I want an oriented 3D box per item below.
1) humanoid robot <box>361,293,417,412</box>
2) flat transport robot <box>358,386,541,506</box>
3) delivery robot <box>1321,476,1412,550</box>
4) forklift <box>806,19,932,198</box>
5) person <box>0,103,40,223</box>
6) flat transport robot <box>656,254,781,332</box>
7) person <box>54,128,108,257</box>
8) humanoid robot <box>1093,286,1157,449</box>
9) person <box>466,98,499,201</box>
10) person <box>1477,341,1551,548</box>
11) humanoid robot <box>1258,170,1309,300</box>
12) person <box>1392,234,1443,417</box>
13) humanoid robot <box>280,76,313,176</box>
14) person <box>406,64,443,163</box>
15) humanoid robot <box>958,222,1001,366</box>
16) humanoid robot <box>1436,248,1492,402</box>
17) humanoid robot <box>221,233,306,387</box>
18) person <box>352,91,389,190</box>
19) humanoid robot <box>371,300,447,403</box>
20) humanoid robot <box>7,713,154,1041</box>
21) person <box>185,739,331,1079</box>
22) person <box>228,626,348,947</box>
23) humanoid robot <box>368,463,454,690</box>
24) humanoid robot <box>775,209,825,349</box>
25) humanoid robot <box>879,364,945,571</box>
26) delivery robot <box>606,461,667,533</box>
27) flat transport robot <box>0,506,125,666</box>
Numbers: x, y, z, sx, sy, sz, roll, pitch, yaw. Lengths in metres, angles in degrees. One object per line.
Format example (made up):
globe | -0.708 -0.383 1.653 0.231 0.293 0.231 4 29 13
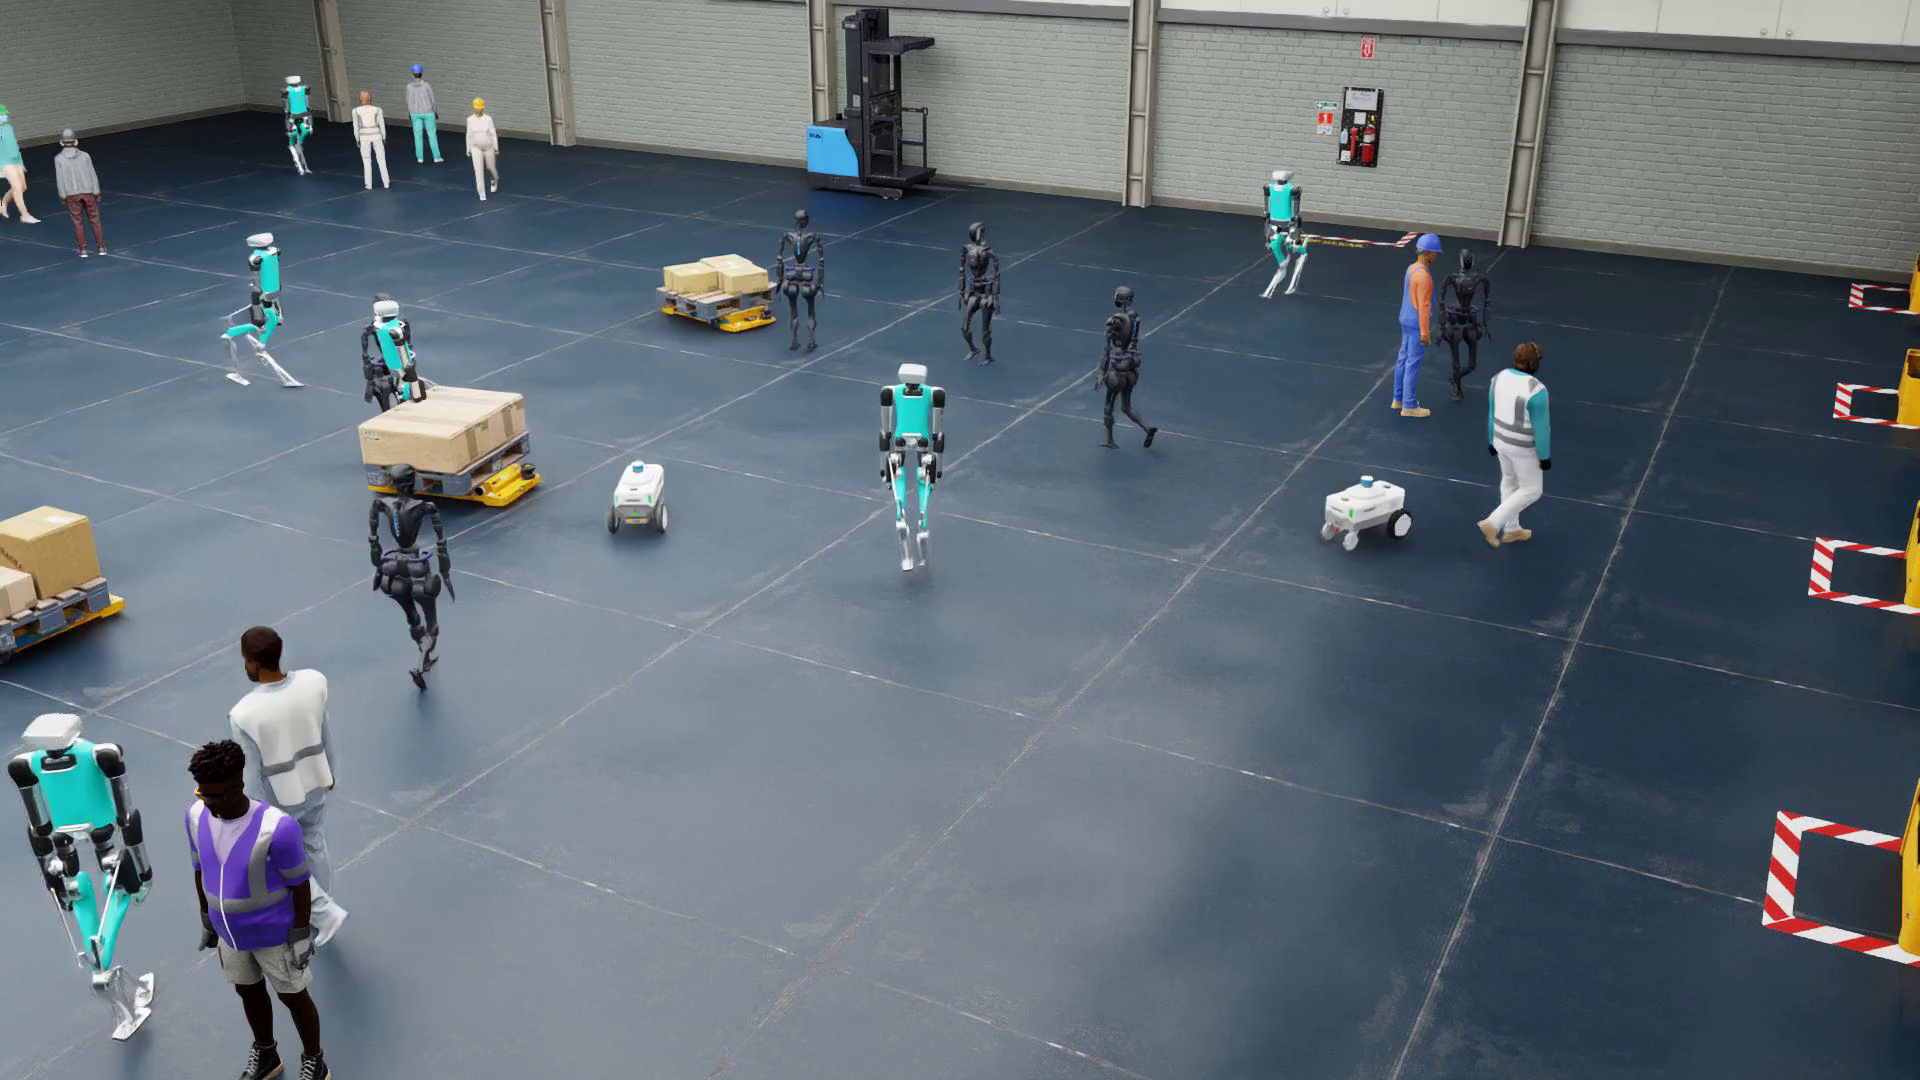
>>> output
humanoid robot | -5.511 -1.585 16.078 0.316 1.651 0.591 17 28 34
flat transport robot | -4.720 -0.573 15.498 1.431 0.231 0.659 7 24 15
delivery robot | 3.503 -0.264 14.406 0.777 0.587 0.499 -15 28 -31
forklift | -1.573 -7.292 27.850 1.873 2.768 1.129 12 26 25
person | -14.751 -5.834 25.740 0.700 1.851 0.522 3 23 8
flat transport robot | -3.025 -2.878 20.863 1.431 0.231 0.659 20 30 39
person | -12.574 -4.960 23.754 0.548 1.812 0.367 -14 27 -30
humanoid robot | 1.629 -1.657 16.262 0.608 1.640 0.593 18 29 35
person | -7.908 -6.501 27.530 0.517 1.663 0.717 -6 24 -13
person | 4.698 -0.785 14.014 0.624 1.822 0.643 -8 24 -17
humanoid robot | 4.225 -3.916 21.419 0.541 1.733 0.977 19 30 37
person | 4.757 -2.236 17.298 0.367 1.904 0.513 -2 23 -5
humanoid robot | -11.723 -7.258 29.236 0.825 1.804 0.558 18 29 36
person | -9.807 -7.775 30.355 0.533 1.778 0.356 -1 23 -3
humanoid robot | 0.249 -2.791 18.884 0.592 1.646 0.356 16 28 33
humanoid robot | 5.387 -2.313 17.792 0.593 1.638 0.492 0 23 0
humanoid robot | -7.757 -2.459 18.091 1.019 1.770 0.532 2 23 6
person | -9.995 -6.781 28.227 0.508 1.630 0.316 -9 25 -20
humanoid robot | -5.008 -1.444 15.650 0.853 1.739 0.558 -18 29 -36
humanoid robot | -4.339 1.750 8.239 0.580 1.760 0.928 -3 23 -6
person | -3.315 1.805 7.813 0.612 1.963 0.361 7 24 15
person | -3.575 1.344 8.969 0.528 1.904 0.601 13 27 28
humanoid robot | -3.936 0.253 11.819 0.614 1.637 0.629 2 23 5
humanoid robot | -1.879 -3.036 19.455 0.600 1.651 0.312 1 23 3
humanoid robot | -0.387 -0.490 13.457 0.551 1.782 0.882 0 23 -1
delivery robot | -2.834 -0.383 14.715 0.499 0.614 0.815 0 23 -1
flat transport robot | -7.243 0.642 12.668 0.659 0.231 1.431 11 26 25
